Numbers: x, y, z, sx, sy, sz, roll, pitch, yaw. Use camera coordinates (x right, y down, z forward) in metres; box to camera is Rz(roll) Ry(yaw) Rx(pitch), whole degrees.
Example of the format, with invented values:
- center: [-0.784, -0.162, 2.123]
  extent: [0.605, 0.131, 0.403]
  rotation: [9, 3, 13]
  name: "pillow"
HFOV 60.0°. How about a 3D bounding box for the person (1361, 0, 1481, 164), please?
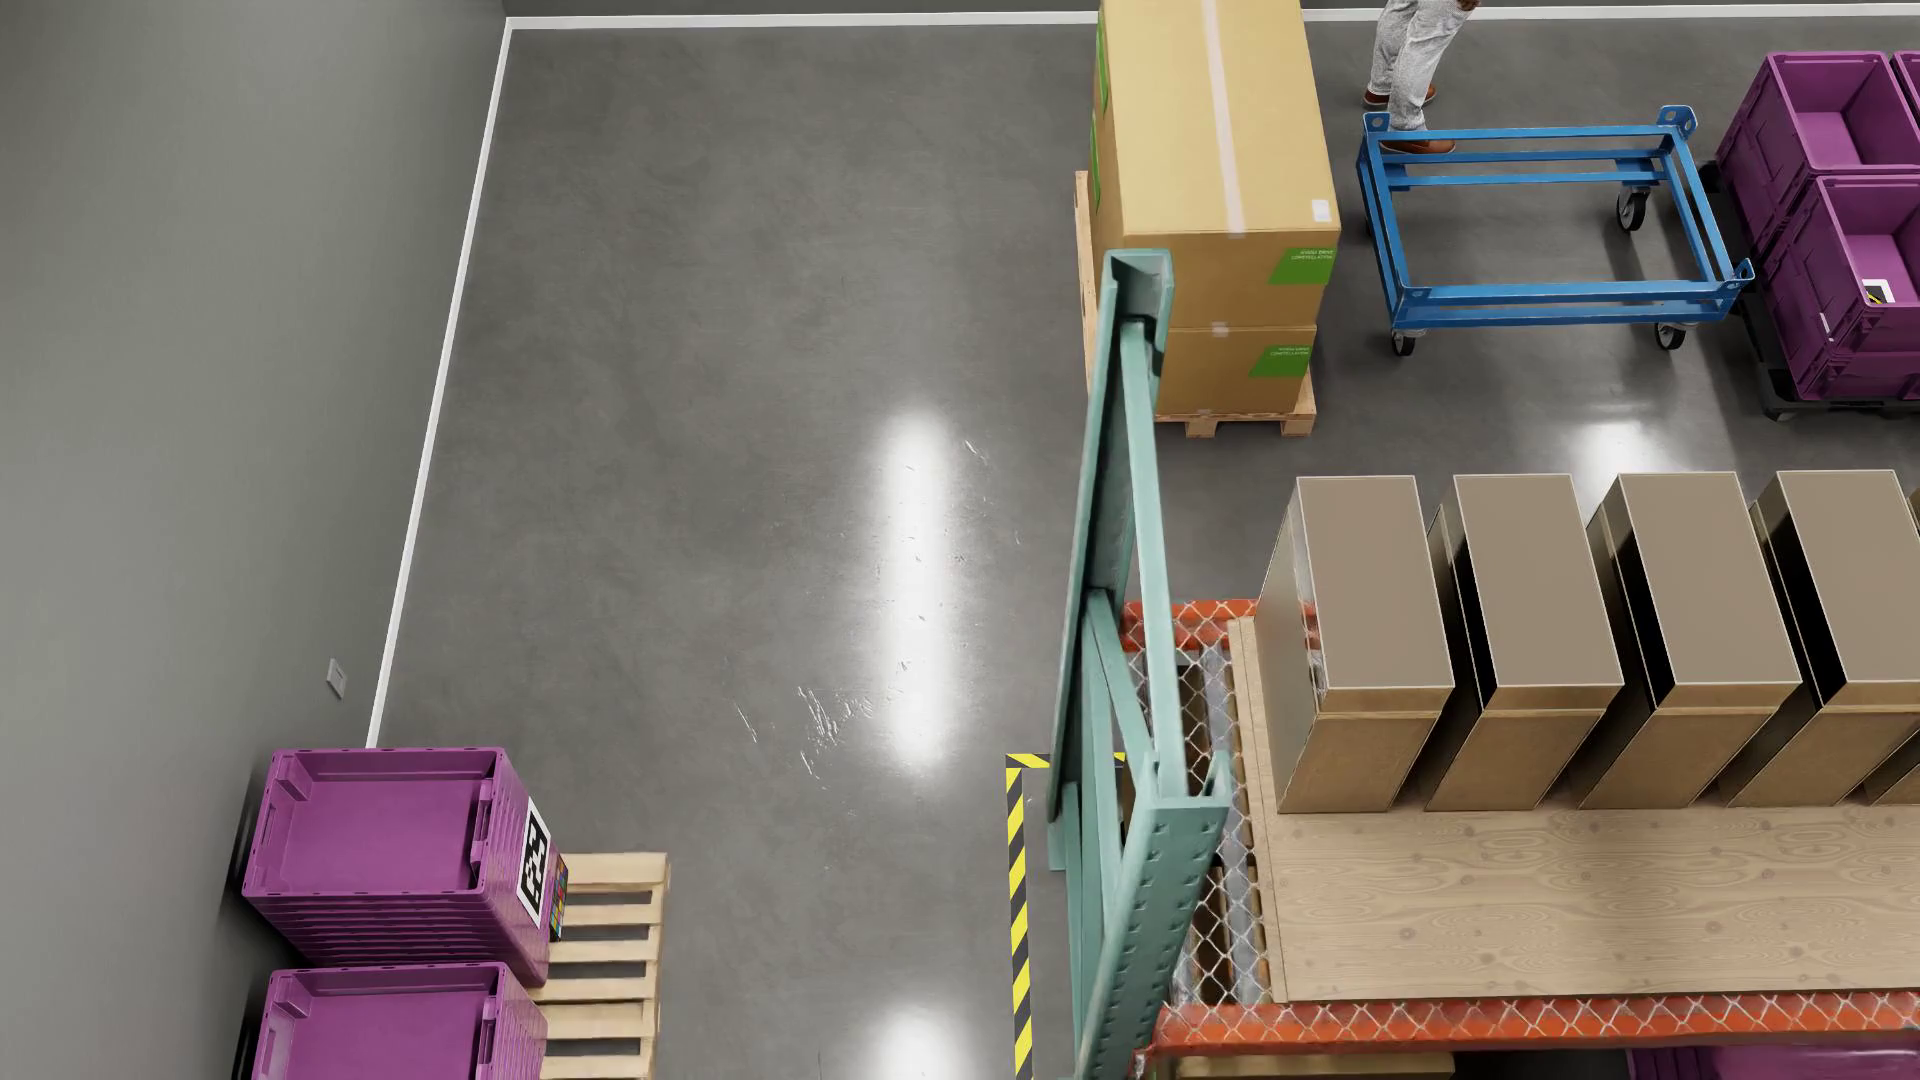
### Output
- center: [1.819, -2.236, 6.074]
  extent: [0.372, 1.940, 0.630]
  rotation: [-3, 58, -2]
  name: "person"
